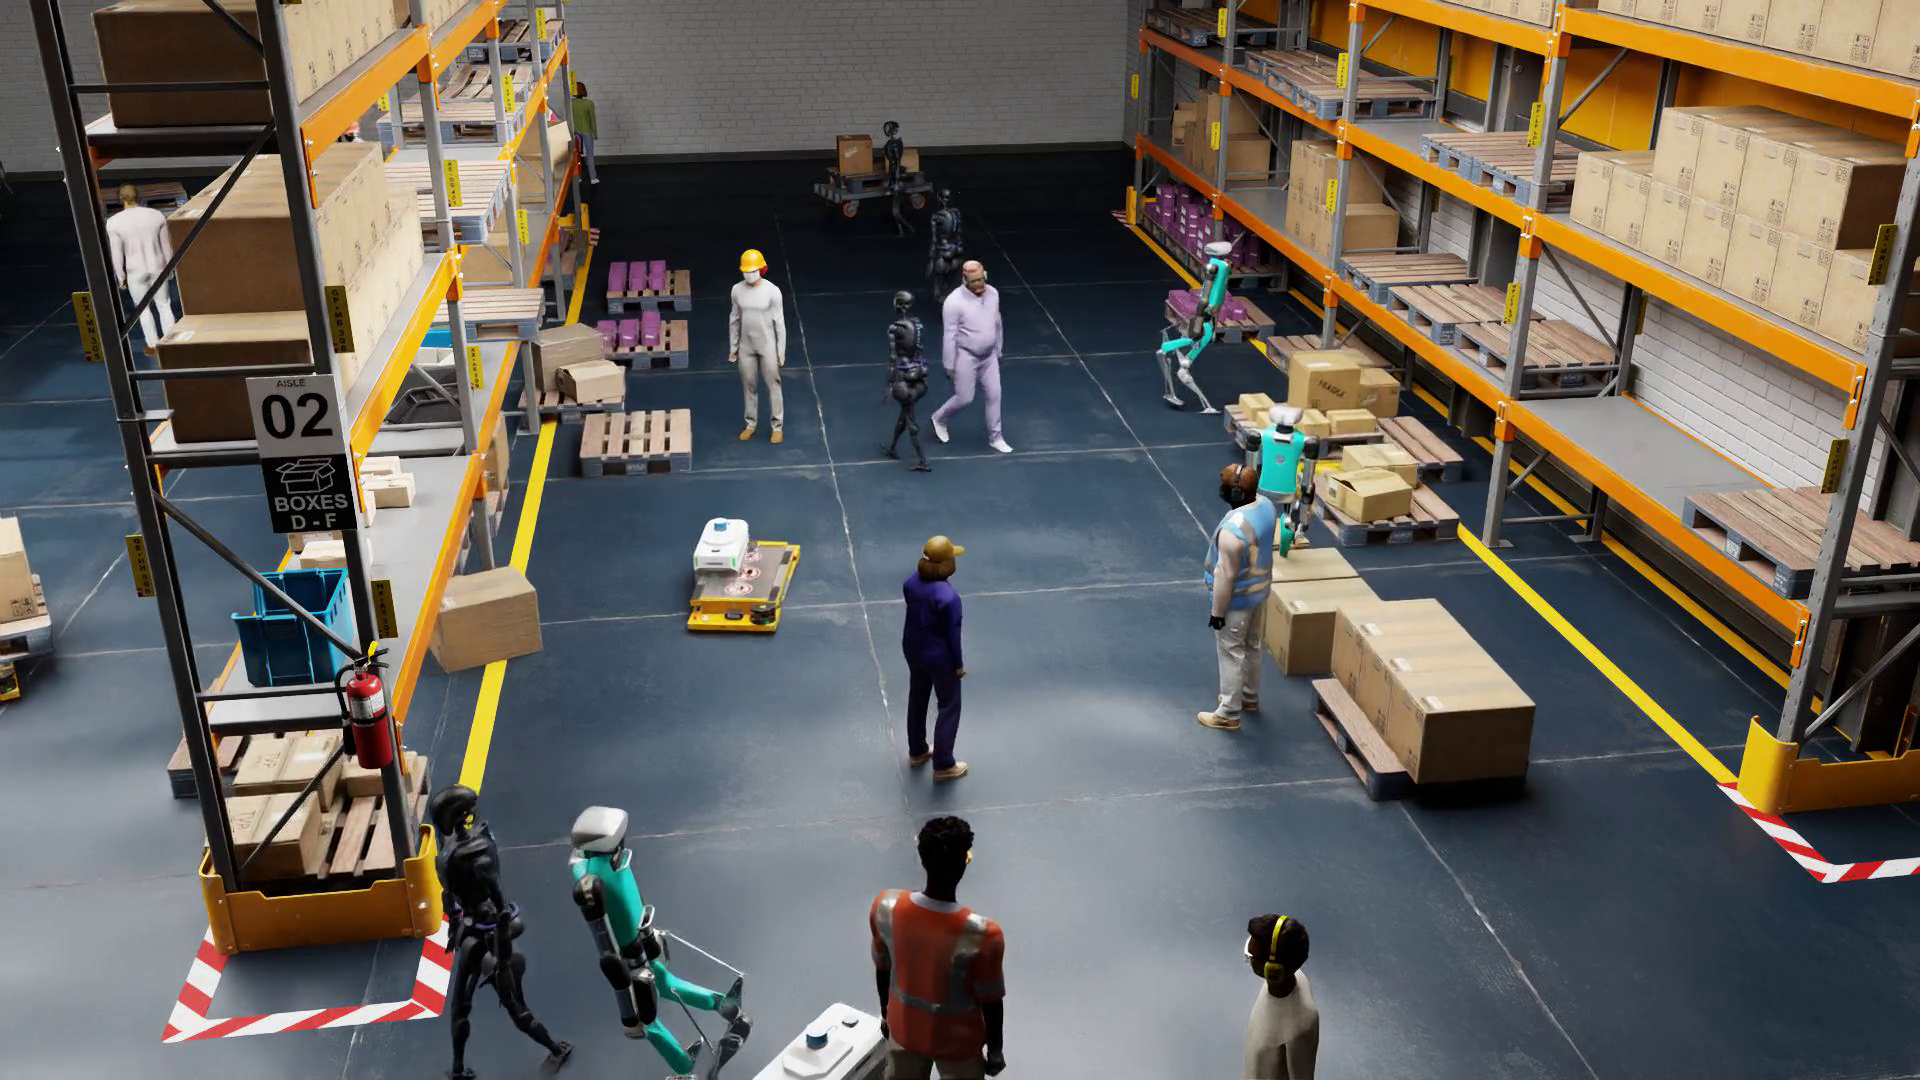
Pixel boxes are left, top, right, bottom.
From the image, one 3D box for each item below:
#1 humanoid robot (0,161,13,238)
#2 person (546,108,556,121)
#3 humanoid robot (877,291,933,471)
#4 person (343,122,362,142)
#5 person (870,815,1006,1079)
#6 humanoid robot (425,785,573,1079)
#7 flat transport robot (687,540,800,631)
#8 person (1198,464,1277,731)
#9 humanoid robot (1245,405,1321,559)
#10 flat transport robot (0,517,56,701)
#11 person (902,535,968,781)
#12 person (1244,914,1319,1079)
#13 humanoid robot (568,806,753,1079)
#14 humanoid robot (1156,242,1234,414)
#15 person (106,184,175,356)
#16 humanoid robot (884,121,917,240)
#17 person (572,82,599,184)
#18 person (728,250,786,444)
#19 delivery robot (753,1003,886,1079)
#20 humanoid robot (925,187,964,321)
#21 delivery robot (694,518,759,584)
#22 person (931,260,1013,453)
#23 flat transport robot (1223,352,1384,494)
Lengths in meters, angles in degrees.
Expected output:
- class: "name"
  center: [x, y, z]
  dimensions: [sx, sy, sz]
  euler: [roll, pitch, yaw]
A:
- class: "humanoid robot"
  center: [-13.707, -5.014, 23.411]
  dimensions: [0.599, 1.628, 0.774]
  euler: [-14, 27, -28]
- class: "person"
  center: [-6.339, -5.810, 24.959]
  dimensions: [0.632, 1.842, 0.429]
  euler: [-4, 24, -8]
- class: "humanoid robot"
  center: [-0.529, -1.476, 15.308]
  dimensions: [0.702, 1.631, 0.602]
  euler: [13, 27, 27]
- class: "person"
  center: [-8.516, -5.030, 23.308]
  dimensions: [0.453, 1.733, 0.598]
  euler: [-19, 30, -37]
- class: "person"
  center: [-0.087, 2.028, 6.966]
  dimensions: [0.602, 1.956, 0.382]
  euler: [12, 26, 25]
- class: "humanoid robot"
  center: [-2.217, 1.865, 7.728]
  dimensions: [0.726, 1.644, 0.608]
  euler: [-20, 31, -38]
- class: "flat transport robot"
  center: [-1.663, 0.322, 12.943]
  dimensions: [0.659, 0.231, 1.431]
  euler: [1, 24, 2]
- class: "person"
  center: [1.808, 0.365, 10.909]
  dimensions: [0.431, 1.838, 0.620]
  euler: [15, 28, 30]
- class: "humanoid robot"
  center: [2.365, -0.169, 12.373]
  dimensions: [0.549, 1.899, 0.768]
  euler: [7, 25, 15]
- class: "flat transport robot"
  center: [-7.085, 0.835, 11.776]
  dimensions: [0.659, 0.231, 1.431]
  euler: [-14, 27, -28]
- class: "person"
  center: [-0.145, 0.718, 10.367]
  dimensions: [0.370, 1.616, 0.450]
  euler: [-19, 30, -37]
- class: "person"
  center: [1.215, 2.262, 6.545]
  dimensions: [0.310, 1.861, 0.529]
  euler: [-1, 24, -1]
- class: "humanoid robot"
  center: [-1.246, 1.976, 7.382]
  dimensions: [0.841, 1.782, 0.543]
  euler: [0, 24, 0]
- class: "humanoid robot"
  center: [2.313, -2.147, 16.734]
  dimensions: [0.877, 1.767, 0.594]
  euler: [14, 27, 29]
- class: "person"
  center: [-9.034, -2.977, 18.442]
  dimensions: [0.634, 1.913, 0.462]
  euler: [-17, 29, -34]
- class: "humanoid robot"
  center: [-0.854, -5.101, 23.562]
  dimensions: [0.413, 1.631, 0.608]
  euler: [-5, 24, -11]
- class: "person"
  center: [-6.147, -6.625, 27.084]
  dimensions: [0.496, 1.627, 0.287]
  euler: [3, 24, 7]
- class: "person"
  center: [-1.939, -1.847, 15.874]
  dimensions: [0.568, 1.888, 0.381]
  euler: [6, 24, 12]
- class: "delivery robot"
  center: [-0.665, 2.507, 7.636]
  dimensions: [0.499, 0.614, 0.802]
  euler: [14, 27, 29]
- class: "humanoid robot"
  center: [-0.104, -3.317, 19.480]
  dimensions: [0.531, 1.638, 0.609]
  euler: [17, 29, 34]
- class: "delivery robot"
  center: [-1.866, 0.115, 13.041]
  dimensions: [0.499, 0.580, 0.757]
  euler: [0, 24, 1]
- class: "person"
  center: [0.116, -1.748, 15.692]
  dimensions: [0.695, 1.863, 0.759]
  euler: [-20, 30, -37]
- class: "flat transport robot"
  center: [3.190, -0.778, 15.451]
  dimensions: [0.659, 0.231, 1.431]
  euler: [-3, 24, -8]
